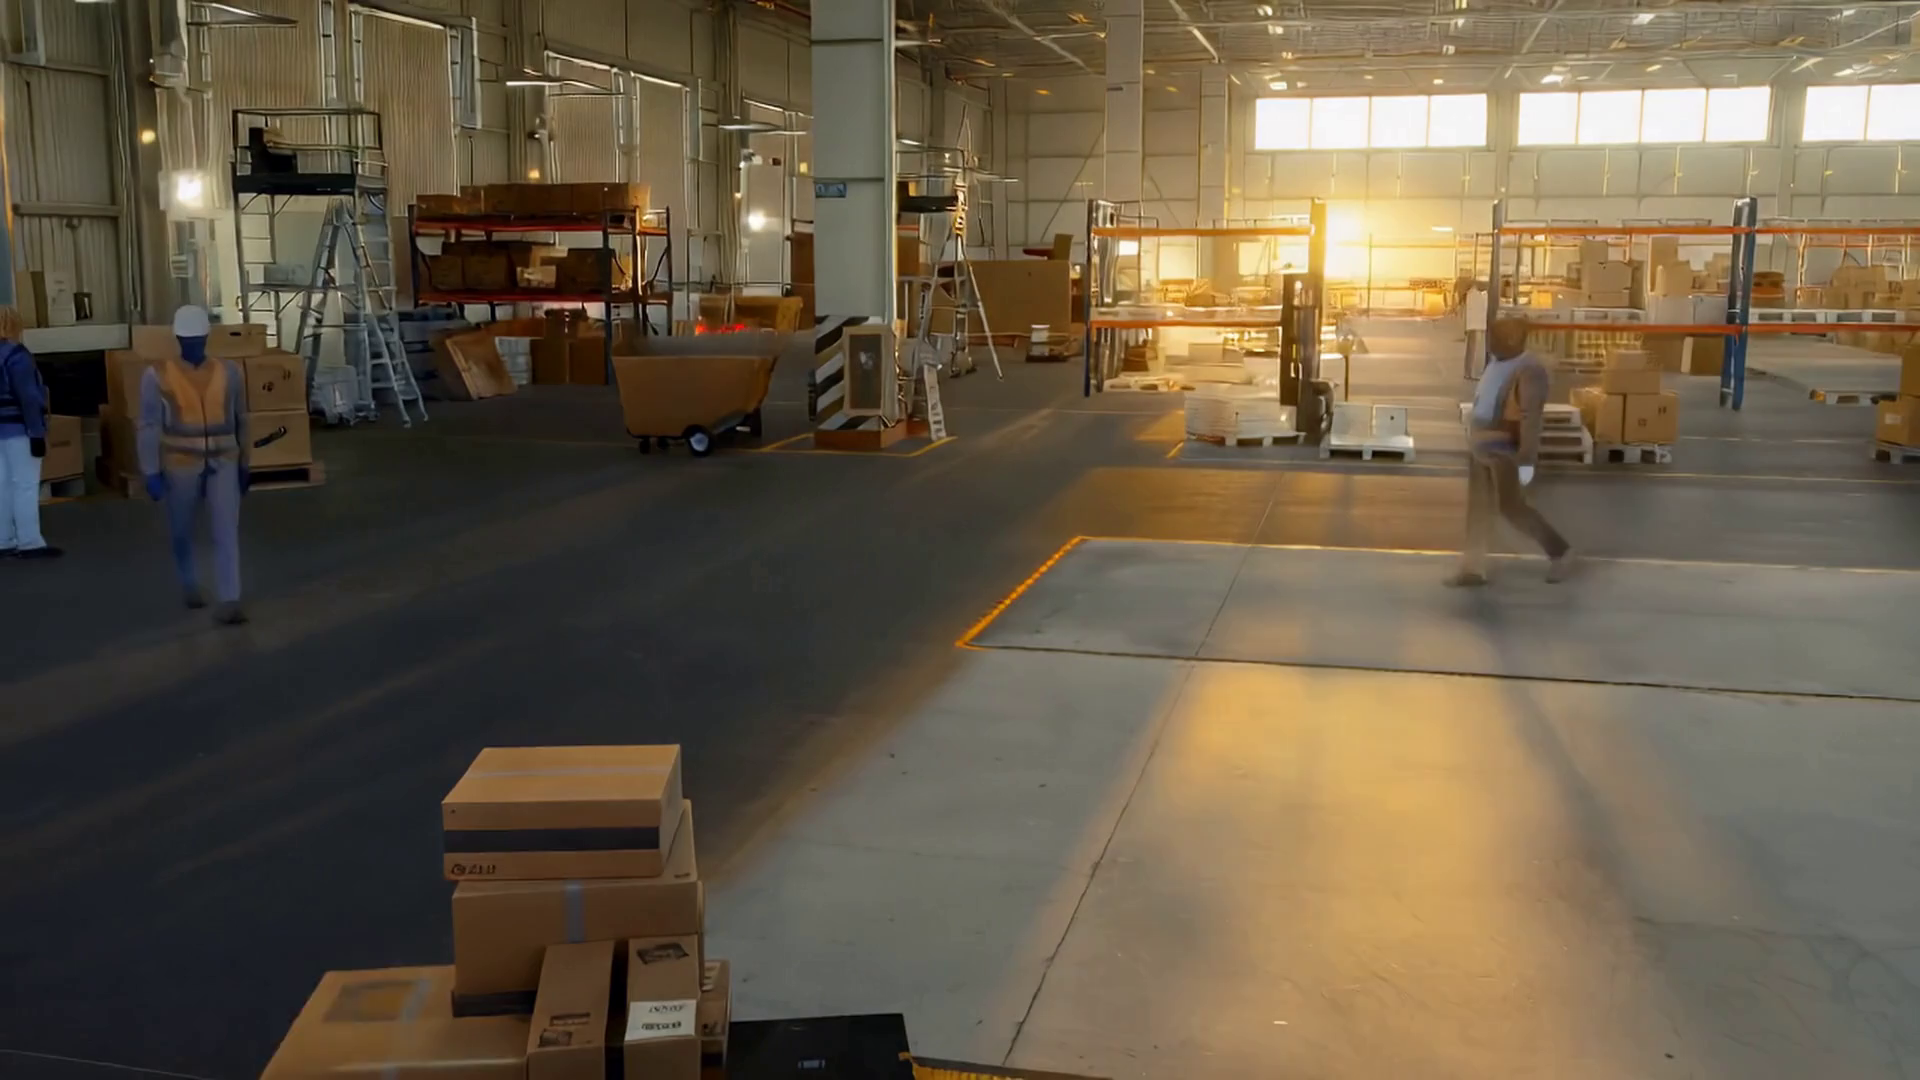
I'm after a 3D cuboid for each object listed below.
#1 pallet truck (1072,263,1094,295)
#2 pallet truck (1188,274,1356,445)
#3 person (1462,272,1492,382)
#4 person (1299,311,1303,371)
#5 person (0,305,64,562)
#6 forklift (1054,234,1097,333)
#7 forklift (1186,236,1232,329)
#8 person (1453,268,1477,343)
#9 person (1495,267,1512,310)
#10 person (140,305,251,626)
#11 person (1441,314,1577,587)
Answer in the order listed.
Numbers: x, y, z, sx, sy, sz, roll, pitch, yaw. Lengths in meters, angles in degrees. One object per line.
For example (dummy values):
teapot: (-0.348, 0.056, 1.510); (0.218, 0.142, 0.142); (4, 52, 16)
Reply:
pallet truck: (4.325, -8.180, 55.162); (0.823, 1.965, 1.885); (6, 11, 31)
pallet truck: (3.653, -2.138, 19.590); (1.885, 1.965, 0.823); (-4, 10, -20)
person: (9.083, -3.721, 29.148); (0.395, 1.915, 0.588); (-6, 11, -33)
person: (6.743, -4.103, 31.924); (0.484, 1.739, 0.319); (-8, 13, -40)
person: (-6.788, -0.761, 11.942); (0.634, 1.841, 0.429); (5, 11, 27)
forklift: (2.933, -7.338, 47.611); (1.873, 2.768, 1.129); (2, 10, 14)
forklift: (7.919, -7.851, 50.628); (1.873, 2.768, 1.129); (-2, 10, -13)
person: (12.822, -5.954, 42.298); (0.390, 1.926, 0.643); (-9, 13, -43)
person: (16.562, -7.429, 51.042); (0.734, 1.900, 0.558); (-4, 10, -23)
person: (-4.628, -0.472, 10.081); (0.632, 1.903, 1.003); (-7, 12, -34)
person: (3.638, -0.573, 10.915); (0.804, 1.819, 0.631); (-2, 10, -11)
